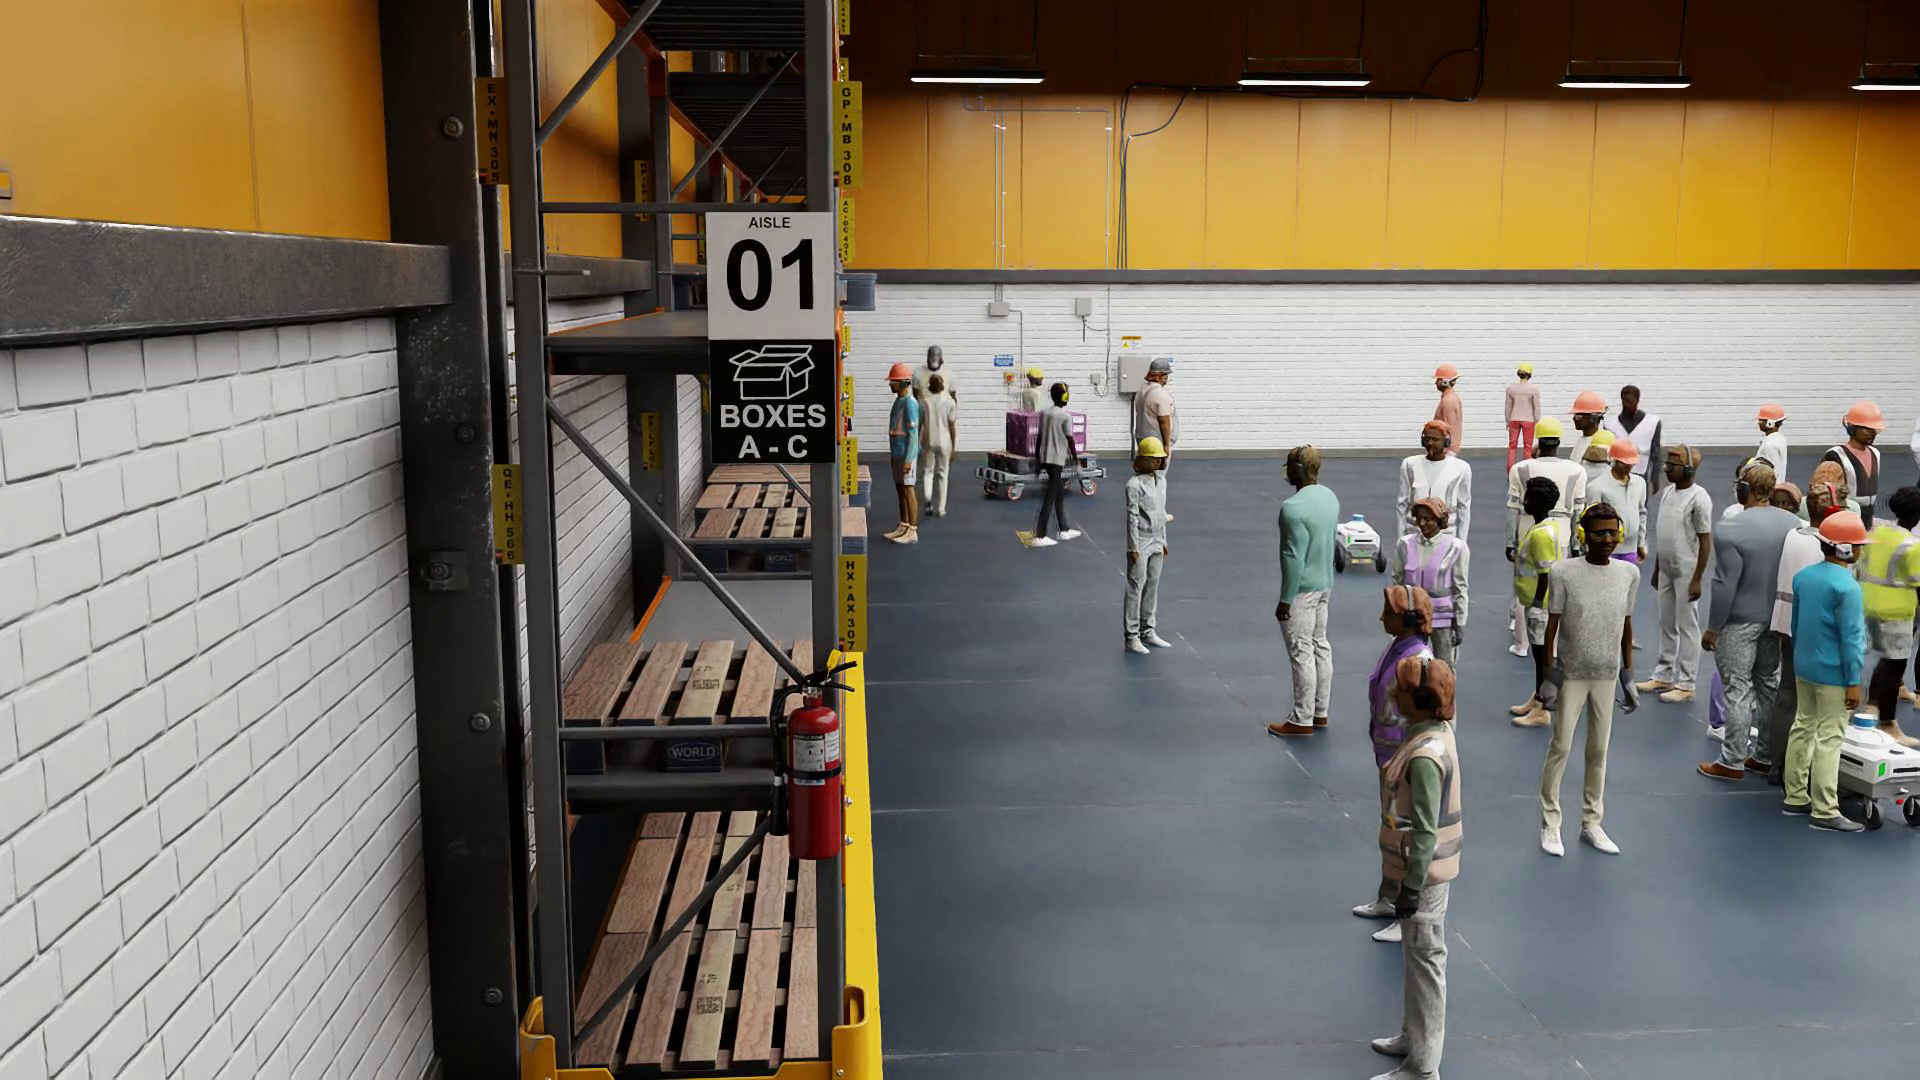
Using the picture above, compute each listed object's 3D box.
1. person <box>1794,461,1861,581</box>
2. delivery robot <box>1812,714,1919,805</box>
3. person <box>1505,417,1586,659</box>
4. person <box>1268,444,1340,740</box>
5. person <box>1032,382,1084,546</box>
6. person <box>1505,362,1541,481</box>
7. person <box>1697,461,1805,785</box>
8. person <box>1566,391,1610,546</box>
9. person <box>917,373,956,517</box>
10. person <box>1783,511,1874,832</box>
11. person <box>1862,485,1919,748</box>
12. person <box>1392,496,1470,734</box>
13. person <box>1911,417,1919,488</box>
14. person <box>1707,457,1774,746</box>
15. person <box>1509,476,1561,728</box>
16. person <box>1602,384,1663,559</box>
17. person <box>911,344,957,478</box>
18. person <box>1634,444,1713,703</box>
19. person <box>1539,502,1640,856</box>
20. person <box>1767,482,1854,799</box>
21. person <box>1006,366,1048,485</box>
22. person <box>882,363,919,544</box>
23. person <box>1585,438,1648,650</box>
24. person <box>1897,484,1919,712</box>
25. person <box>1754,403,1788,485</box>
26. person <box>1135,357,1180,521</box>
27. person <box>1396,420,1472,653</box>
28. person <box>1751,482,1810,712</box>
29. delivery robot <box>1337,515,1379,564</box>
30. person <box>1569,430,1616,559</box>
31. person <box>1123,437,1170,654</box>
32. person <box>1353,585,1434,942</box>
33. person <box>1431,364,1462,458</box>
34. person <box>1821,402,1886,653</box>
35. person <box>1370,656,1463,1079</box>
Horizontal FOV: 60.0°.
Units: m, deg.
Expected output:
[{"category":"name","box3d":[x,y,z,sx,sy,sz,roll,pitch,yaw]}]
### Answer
[{"category":"person","box3d":[6.559,0.213,12.657,0.497,1.633,0.283,7,11,36]},{"category":"delivery robot","box3d":[5.084,1.226,9.378,0.477,0.478,0.707,-2,9,-11]},{"category":"person","box3d":[4.622,-0.013,13.183,0.587,1.920,0.396,2,9,11]},{"category":"person","box3d":[2.262,0.337,10.922,0.352,1.937,0.635,7,11,36]},{"category":"person","box3d":[1.156,-0.859,18.762,0.872,1.833,0.512,-6,11,-33]},{"category":"person","box3d":[8.256,-1.725,24.408,0.522,1.768,0.312,7,11,37]},{"category":"person","box3d":[4.712,0.494,9.934,0.627,1.940,0.371,-3,10,-20]},{"category":"person","box3d":[5.366,-0.256,14.314,0.370,2.044,0.608,0,9,1]},{"category":"person","box3d":[-0.303,-1.168,20.751,0.516,1.827,0.561,1,9,7]},{"category":"person","box3d":[4.791,0.710,9.150,0.327,1.753,0.563,-1,9,-3]},{"category":"person","box3d":[6.044,0.485,10.763,0.337,1.684,0.605,0,9,-2]},{"category":"person","box3d":[3.004,0.531,10.664,0.518,1.634,0.311,7,11,38]},{"category":"person","box3d":[12.226,-1.145,21.017,0.350,1.680,0.553,4,10,25]},{"category":"person","box3d":[5.108,0.388,10.813,0.329,1.873,0.514,9,13,44]},{"category":"person","box3d":[3.891,0.415,11.184,0.322,1.697,0.535,3,10,20]},{"category":"person","box3d":[7.004,-0.680,17.413,0.611,1.900,0.450,6,11,35]},{"category":"person","box3d":[-0.391,-1.964,25.047,0.690,2.000,0.654,1,9,5]},{"category":"person","box3d":[5.111,0.237,11.838,0.351,1.846,0.507,-2,9,-10]},{"category":"person","box3d":[3.295,0.723,8.705,0.518,1.874,0.327,-1,9,-3]},{"category":"person","box3d":[4.955,0.579,9.693,0.390,1.846,0.565,-2,9,-11]},{"category":"person","box3d":[1.008,-1.648,24.058,0.865,1.727,0.533,-5,10,-28]},{"category":"person","box3d":[-0.664,-0.973,18.817,0.379,2.044,0.607,-3,10,-20]},{"category":"person","box3d":[5.309,0.038,13.433,0.577,1.736,0.355,-3,10,-19]},{"category":"person","box3d":[6.740,0.349,11.599,0.317,1.695,0.540,-1,9,-8]},{"category":"person","box3d":[8.116,-0.499,16.742,0.327,1.753,0.563,5,10,30]},{"category":"person","box3d":[2.462,-1.259,20.622,0.536,2.000,0.683,-4,10,-23]},{"category":"person","box3d":[3.795,-0.027,13.384,0.575,1.883,0.362,5,10,29]},{"category":"person","box3d":[5.572,0.418,11.345,0.523,1.639,0.308,7,12,38]},{"category":"delivery robot","box3d":[4.111,-0.018,17.188,0.477,0.478,0.707,1,9,4]},{"category":"person","box3d":[5.407,-0.071,14.143,0.324,1.730,0.489,-9,13,-44]},{"category":"person","box3d":[1.524,0.037,13.416,0.295,1.744,0.489,8,12,40]},{"category":"person","box3d":[2.025,1.011,7.622,0.309,1.641,0.514,0,9,-1]},{"category":"person","box3d":[5.725,-1.083,19.657,0.385,1.993,0.624,3,10,20]},{"category":"person","box3d":[7.112,-0.084,13.246,0.615,2.038,0.395,-5,10,-28]},{"category":"person","box3d":[1.714,1.236,6.215,0.308,1.640,0.510,3,9,17]}]
